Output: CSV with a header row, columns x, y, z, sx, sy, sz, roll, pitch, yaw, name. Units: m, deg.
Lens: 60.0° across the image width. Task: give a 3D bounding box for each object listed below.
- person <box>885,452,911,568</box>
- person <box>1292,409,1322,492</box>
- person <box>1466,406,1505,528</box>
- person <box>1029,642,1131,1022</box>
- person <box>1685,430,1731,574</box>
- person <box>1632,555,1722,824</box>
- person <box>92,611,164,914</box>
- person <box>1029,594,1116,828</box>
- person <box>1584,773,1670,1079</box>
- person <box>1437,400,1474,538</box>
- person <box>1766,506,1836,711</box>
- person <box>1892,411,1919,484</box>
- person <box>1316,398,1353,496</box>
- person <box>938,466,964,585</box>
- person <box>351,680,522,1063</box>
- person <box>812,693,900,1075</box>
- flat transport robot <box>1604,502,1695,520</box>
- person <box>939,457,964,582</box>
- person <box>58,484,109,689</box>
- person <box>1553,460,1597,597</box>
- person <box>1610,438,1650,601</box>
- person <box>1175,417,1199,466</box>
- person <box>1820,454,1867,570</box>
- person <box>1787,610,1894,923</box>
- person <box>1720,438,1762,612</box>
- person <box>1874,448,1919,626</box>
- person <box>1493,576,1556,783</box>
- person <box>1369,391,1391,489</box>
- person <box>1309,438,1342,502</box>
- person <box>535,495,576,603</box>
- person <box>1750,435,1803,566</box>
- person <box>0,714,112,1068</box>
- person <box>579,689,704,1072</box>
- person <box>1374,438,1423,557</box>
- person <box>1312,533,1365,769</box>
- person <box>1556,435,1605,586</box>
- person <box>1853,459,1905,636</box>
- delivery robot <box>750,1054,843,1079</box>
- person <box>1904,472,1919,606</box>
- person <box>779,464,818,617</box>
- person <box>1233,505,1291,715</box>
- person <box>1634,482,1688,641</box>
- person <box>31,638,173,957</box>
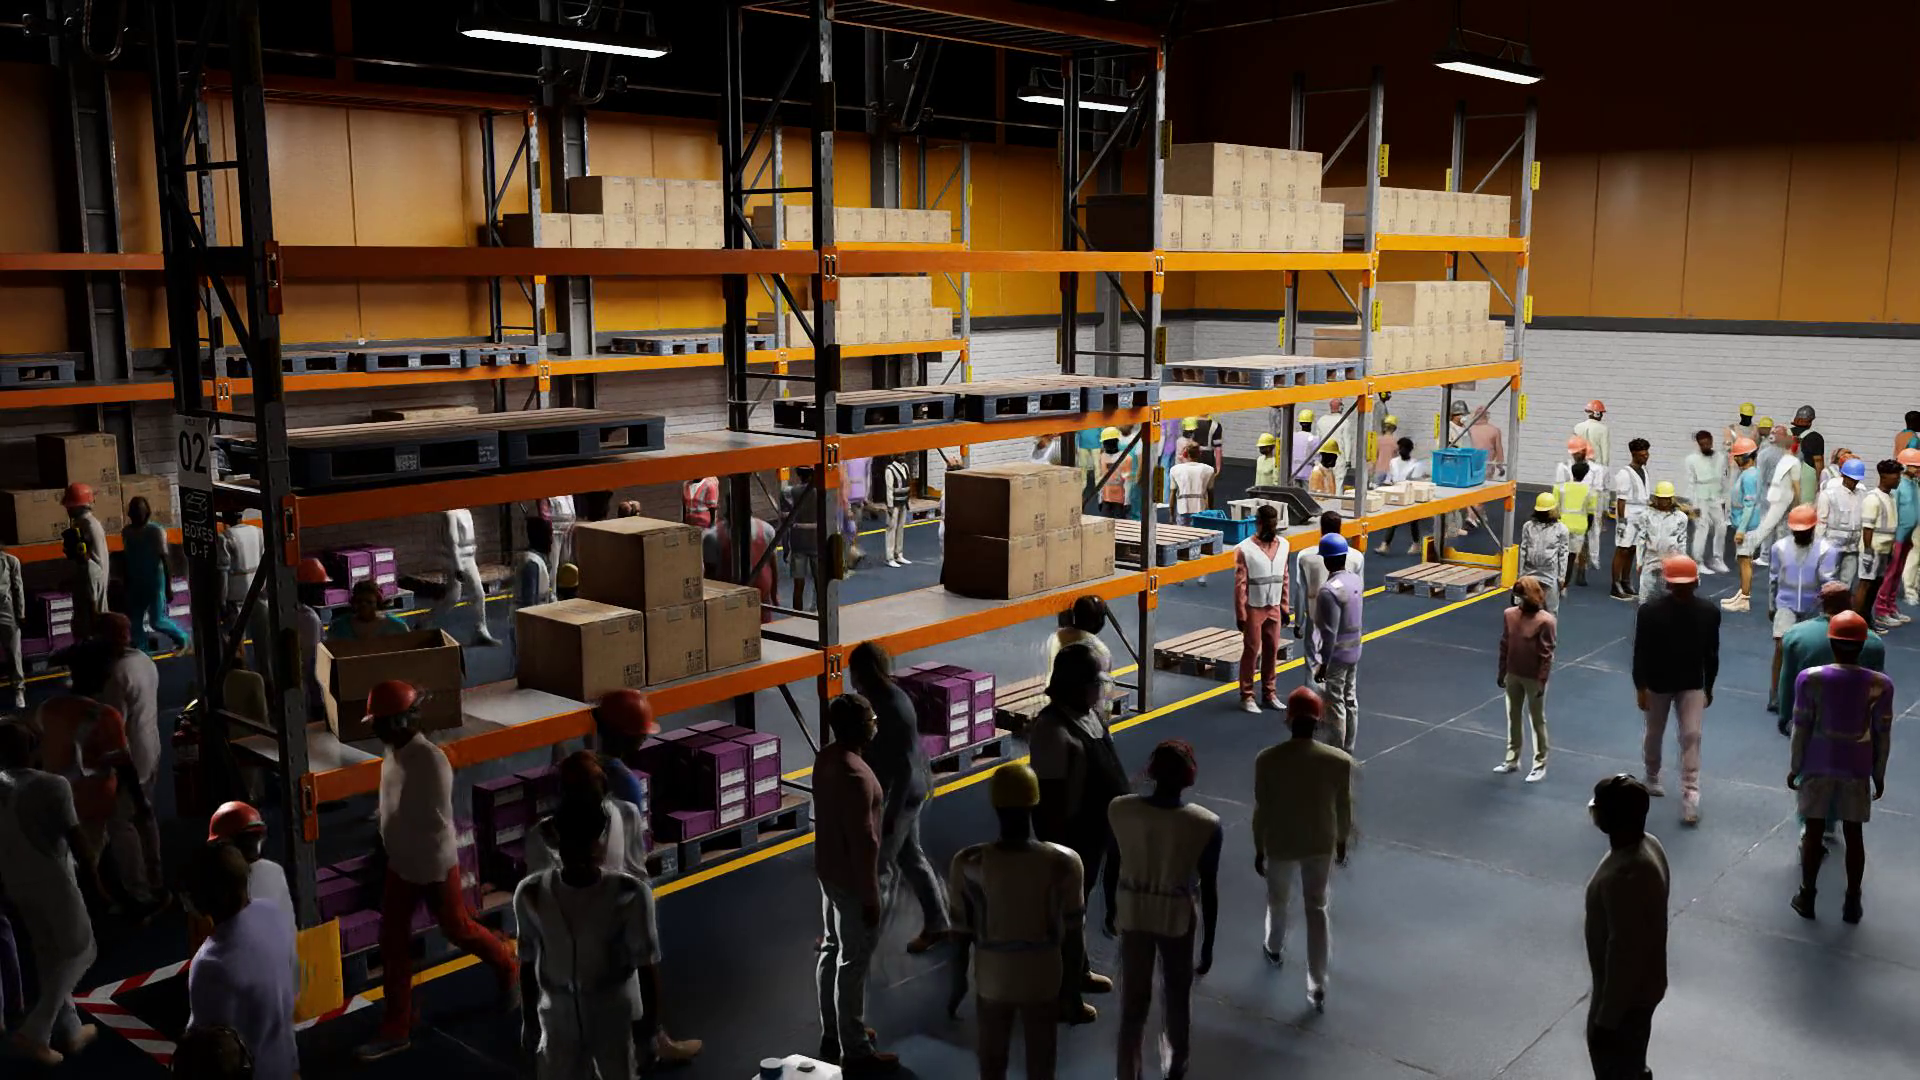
x,y,z,sx,sy,sz,roll,pitch,yaw,name
-0.832,-0.461,22.232,0.317,1.638,0.516,5,11,27,person
5.019,-0.936,24.208,0.365,1.928,0.594,-9,13,-43,person
7.998,-1.128,25.590,0.993,1.870,0.633,-9,13,-44,person
0.664,1.549,9.038,0.538,2.000,0.682,3,10,19,person
9.784,-0.491,21.690,0.674,1.883,0.524,-3,10,-19,person
5.294,1.052,12.332,0.616,1.930,1.057,2,10,13,person
-5.263,1.386,10.475,0.393,1.893,0.659,-1,10,-7,person
0.761,1.263,11.470,0.930,1.805,0.631,-7,12,-37,person
2.796,1.933,7.058,0.372,1.936,0.629,5,11,30,person
7.352,-1.052,24.568,0.536,2.000,0.688,9,13,43,person
7.579,0.625,15.026,0.553,1.879,0.971,5,11,30,person
13.722,-0.921,24.149,0.392,1.920,0.587,1,10,8,person
6.003,-1.322,26.565,0.409,1.913,0.645,-8,13,-41,person
-0.078,-0.035,19.536,0.325,1.690,0.536,3,10,18,person
-2.741,1.660,8.702,0.617,1.945,0.986,8,12,39,person
-0.543,1.712,8.368,0.368,1.940,0.633,-4,10,-22,person
10.981,-0.468,26.354,1.431,0.197,0.652,1,10,7,flat transport robot
-0.046,-0.233,20.866,0.315,1.641,0.514,-5,11,-26,person
-8.424,0.422,15.974,0.586,1.961,0.711,-7,12,-36,person
7.406,-0.133,20.181,0.565,1.665,0.400,3,10,18,person
8.101,-0.258,20.049,0.609,1.965,0.368,-8,13,-41,person
3.535,-1.030,25.367,0.574,1.729,0.511,-2,10,-11,person
10.095,-0.049,19.042,0.338,1.882,0.583,-5,11,-26,person
5.424,1.391,10.294,0.552,1.932,0.377,3,10,20,person
9.102,-0.177,19.369,0.391,2.034,0.605,5,11,27,person
10.555,-0.040,18.659,0.613,1.994,0.395,-8,12,-40,person
4.440,1.082,13.074,0.282,1.628,0.503,-6,11,-32,person
7.543,-1.841,29.801,0.317,1.865,0.523,0,10,-1,person
4.475,-0.299,20.456,0.409,1.918,0.584,5,11,25,person
-4.680,-0.083,19.399,0.404,1.833,0.590,3,10,20,person
10.907,-0.513,22.184,1.042,1.781,0.554,0,10,-1,person
-4.624,1.777,8.357,0.605,1.816,0.560,2,10,11,person
-1.715,1.712,8.242,0.629,1.989,0.801,8,12,40,person
6.086,-0.580,22.893,0.864,1.640,0.547,-9,13,-44,person
2.969,0.907,13.164,0.402,1.942,0.603,7,12,35,person
7.771,-0.365,20.858,0.576,1.909,0.424,2,10,10,person
9.955,0.084,18.045,0.610,1.956,0.392,-9,13,-43,person
-0.828,2.529,7.333,0.477,0.478,0.707,6,11,30,delivery robot
11.379,-0.081,19.658,0.593,1.732,0.377,0,10,3,person
-1.628,0.061,17.913,0.607,2.044,0.376,0,10,1,person
2.713,0.621,14.996,0.594,1.907,0.413,-5,11,-30,person
7.475,0.240,17.740,0.494,1.743,0.304,3,10,17,person
-4.995,1.506,9.664,0.603,1.906,1.018,5,11,27,person
